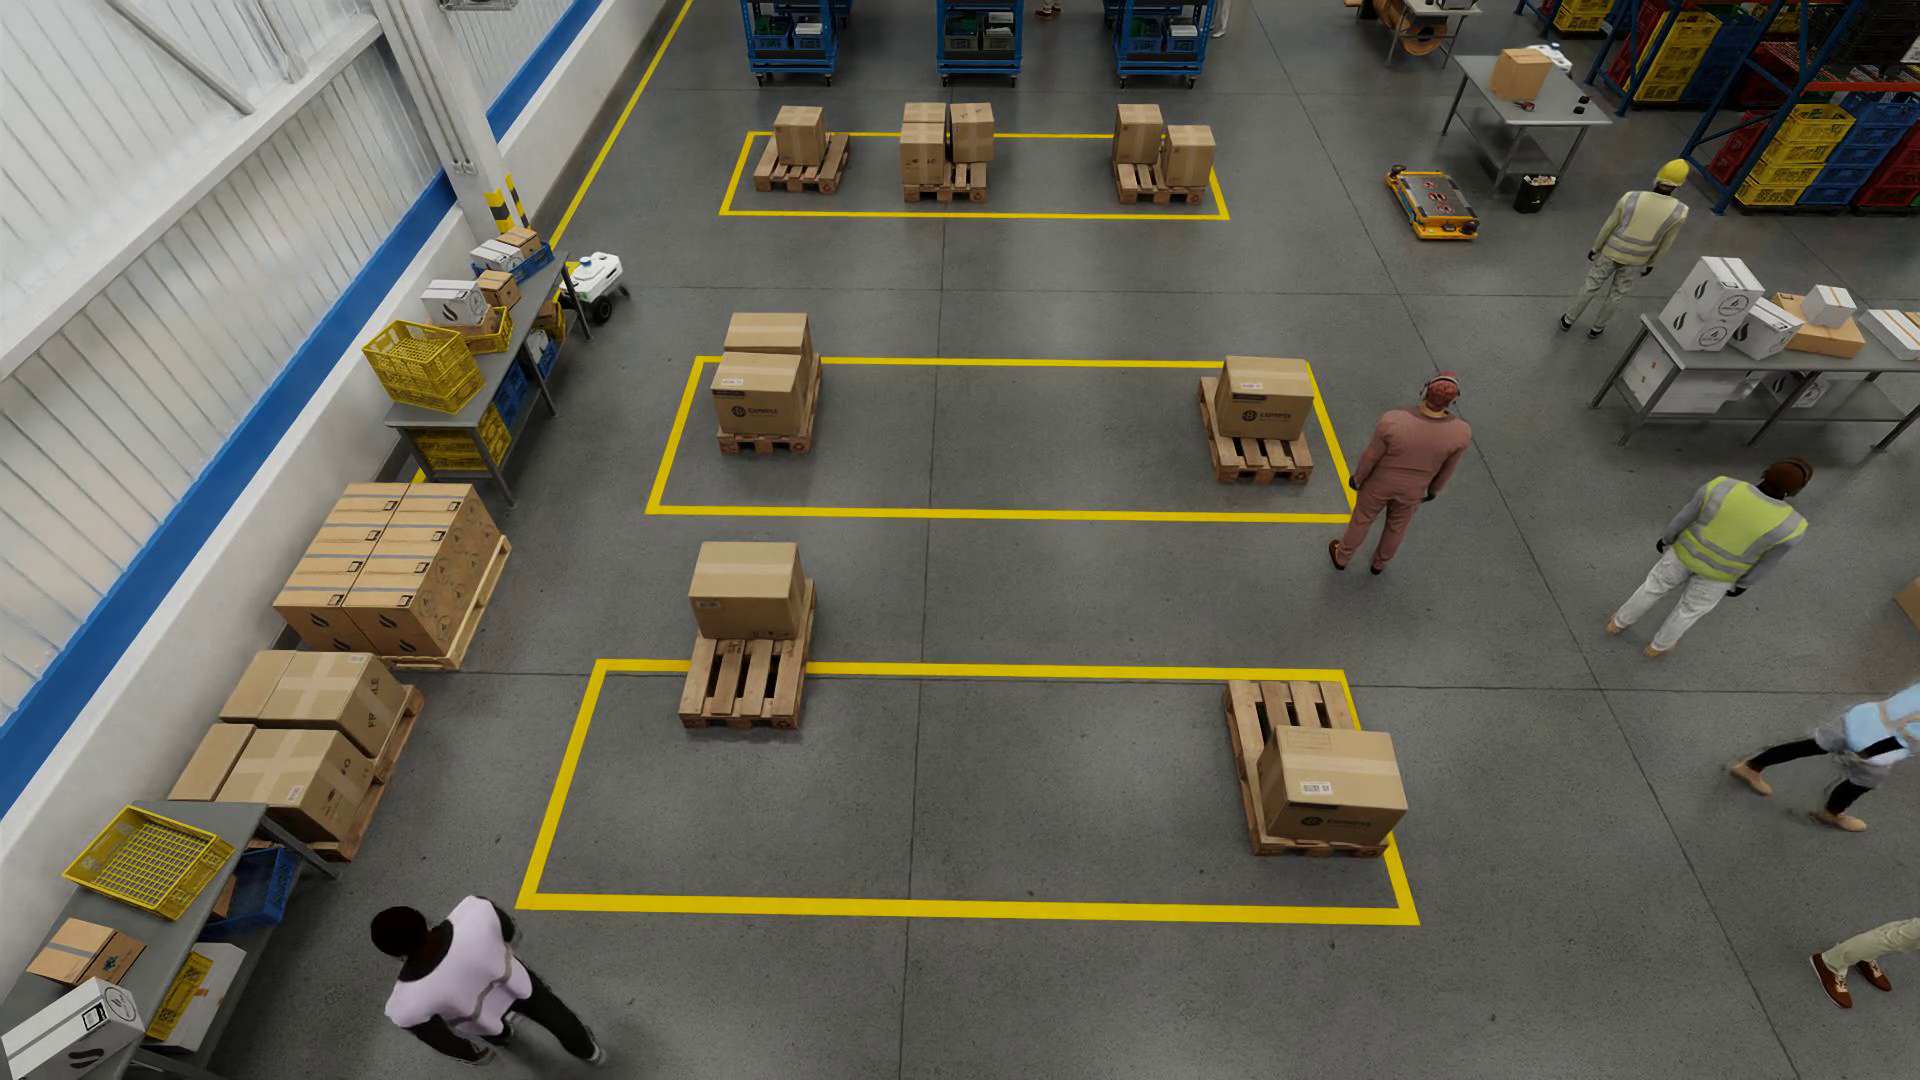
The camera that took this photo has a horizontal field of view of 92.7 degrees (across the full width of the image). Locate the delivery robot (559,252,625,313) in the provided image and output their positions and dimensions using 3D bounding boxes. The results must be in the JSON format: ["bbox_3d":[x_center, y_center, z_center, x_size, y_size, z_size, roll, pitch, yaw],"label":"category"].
[{"bbox_3d":[-3.874,-2.746,9.646,0.477,0.478,0.707,14,51,12],"label":"delivery robot"}]

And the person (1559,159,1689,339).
[{"bbox_3d":[6.483,-2.805,8.914,0.598,1.836,0.404,26,54,21],"label":"person"}]

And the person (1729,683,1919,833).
[{"bbox_3d":[5.606,1.216,5.556,0.847,1.632,0.545,25,53,20],"label":"person"}]

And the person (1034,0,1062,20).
[{"bbox_3d":[1.480,-9.384,14.504,0.372,1.997,0.622,36,58,27],"label":"person"}]

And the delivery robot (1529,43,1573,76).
[{"bbox_3d":[8.495,-6.906,13.244,0.477,0.478,0.707,-6,49,-4],"label":"delivery robot"}]

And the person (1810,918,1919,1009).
[{"bbox_3d":[5.296,1.973,4.763,0.521,1.865,0.334,-10,50,-9],"label":"person"}]

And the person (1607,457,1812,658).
[{"bbox_3d":[5.199,0.127,6.374,0.429,1.844,0.624,-30,55,-23],"label":"person"}]

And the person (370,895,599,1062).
[{"bbox_3d":[-2.424,2.185,4.563,0.914,1.887,0.596,23,53,18],"label":"person"}]

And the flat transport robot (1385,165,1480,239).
[{"bbox_3d":[5.692,-4.094,11.059,0.652,0.197,1.431,1,49,1],"label":"flat transport robot"}]

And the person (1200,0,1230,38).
[{"bbox_3d":[4.069,-8.682,14.137,0.314,1.632,0.518,-26,54,-21],"label":"person"}]

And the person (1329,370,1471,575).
[{"bbox_3d":[3.264,-0.468,6.847,0.651,1.905,0.403,10,50,8],"label":"person"}]
